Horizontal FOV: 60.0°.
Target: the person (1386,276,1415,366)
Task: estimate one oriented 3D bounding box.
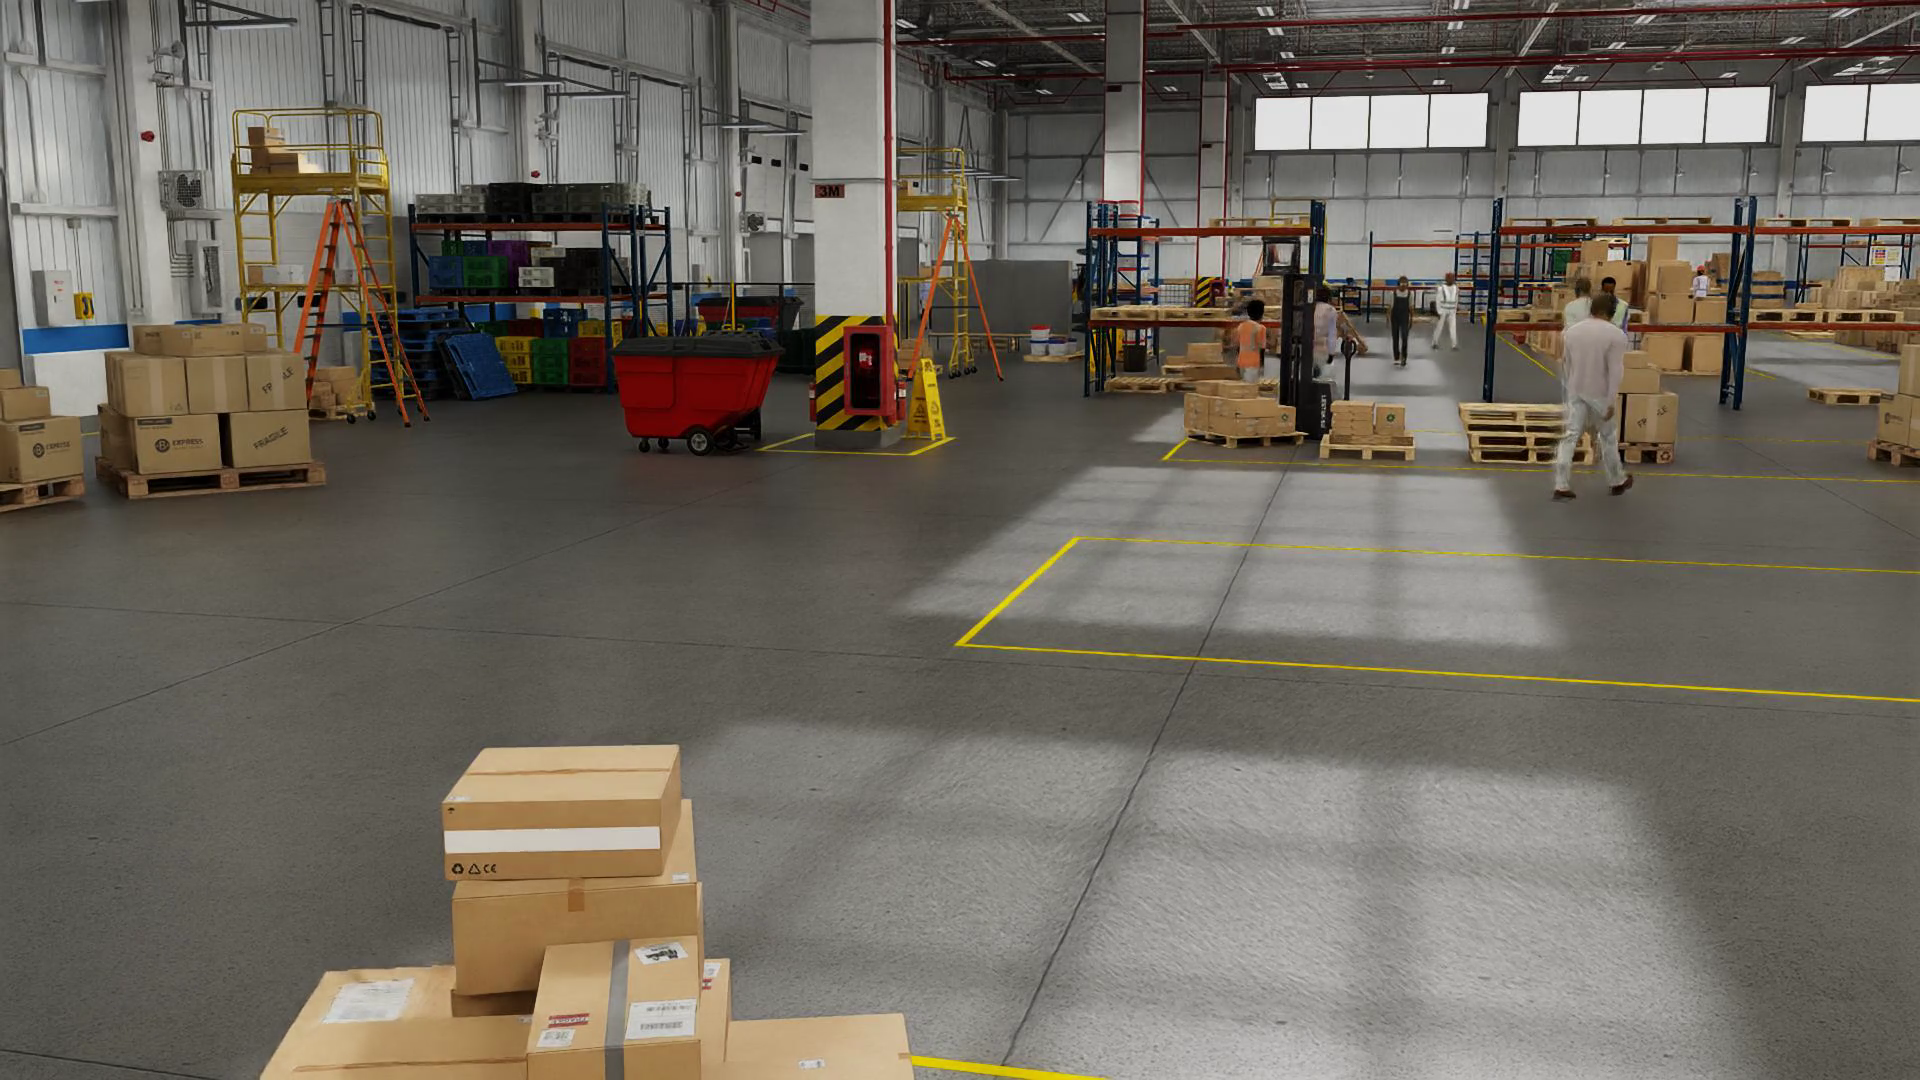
[{"bbox_3d":[8.868,-4.402,33.519,0.539,1.795,0.959,2,10,13],"label":"person"}]

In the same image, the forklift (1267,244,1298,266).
[{"bbox_3d":[9.683,-7.749,50.031,1.129,2.768,1.873,3,10,16],"label":"forklift"}]

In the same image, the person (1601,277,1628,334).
[{"bbox_3d":[9.047,-2.730,23.353,0.585,1.911,0.391,1,10,6],"label":"person"}]

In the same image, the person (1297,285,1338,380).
[{"bbox_3d":[4.998,-2.678,23.342,0.624,1.809,0.887,7,12,37],"label":"person"}]

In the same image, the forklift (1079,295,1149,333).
[{"bbox_3d":[4.408,-7.276,47.242,1.873,2.768,1.129,2,10,14],"label":"forklift"}]

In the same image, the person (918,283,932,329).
[{"bbox_3d":[-0.986,-7.361,50.553,0.544,1.930,0.389,-4,10,-23],"label":"person"}]

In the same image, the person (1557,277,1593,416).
[{"bbox_3d":[8.023,-2.434,21.542,0.644,1.917,0.583,-2,10,-14],"label":"person"}]

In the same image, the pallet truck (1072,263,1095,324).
[{"bbox_3d":[4.325,-8.180,55.162,0.823,1.965,1.885,6,11,31],"label":"pallet truck"}]

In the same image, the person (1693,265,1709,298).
[{"bbox_3d":[22.977,-7.562,51.698,0.548,1.937,0.358,-3,10,-16],"label":"person"}]

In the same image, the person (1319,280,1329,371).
[{"bbox_3d":[6.955,-4.126,32.065,0.485,1.738,0.322,-8,12,-39],"label":"person"}]

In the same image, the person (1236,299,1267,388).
[{"bbox_3d":[3.614,-2.209,20.981,0.730,1.667,0.532,-5,11,-26],"label":"person"}]

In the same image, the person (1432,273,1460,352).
[{"bbox_3d":[11.362,-5.332,38.906,0.592,1.835,0.993,-2,10,-14],"label":"person"}]

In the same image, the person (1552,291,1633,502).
[{"bbox_3d":[5.732,-1.294,15.000,1.065,1.873,0.635,-8,13,-39],"label":"person"}]

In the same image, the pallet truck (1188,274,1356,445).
[{"bbox_3d":[3.653,-2.138,19.590,1.885,1.965,0.823,-4,10,-20],"label":"pallet truck"}]
